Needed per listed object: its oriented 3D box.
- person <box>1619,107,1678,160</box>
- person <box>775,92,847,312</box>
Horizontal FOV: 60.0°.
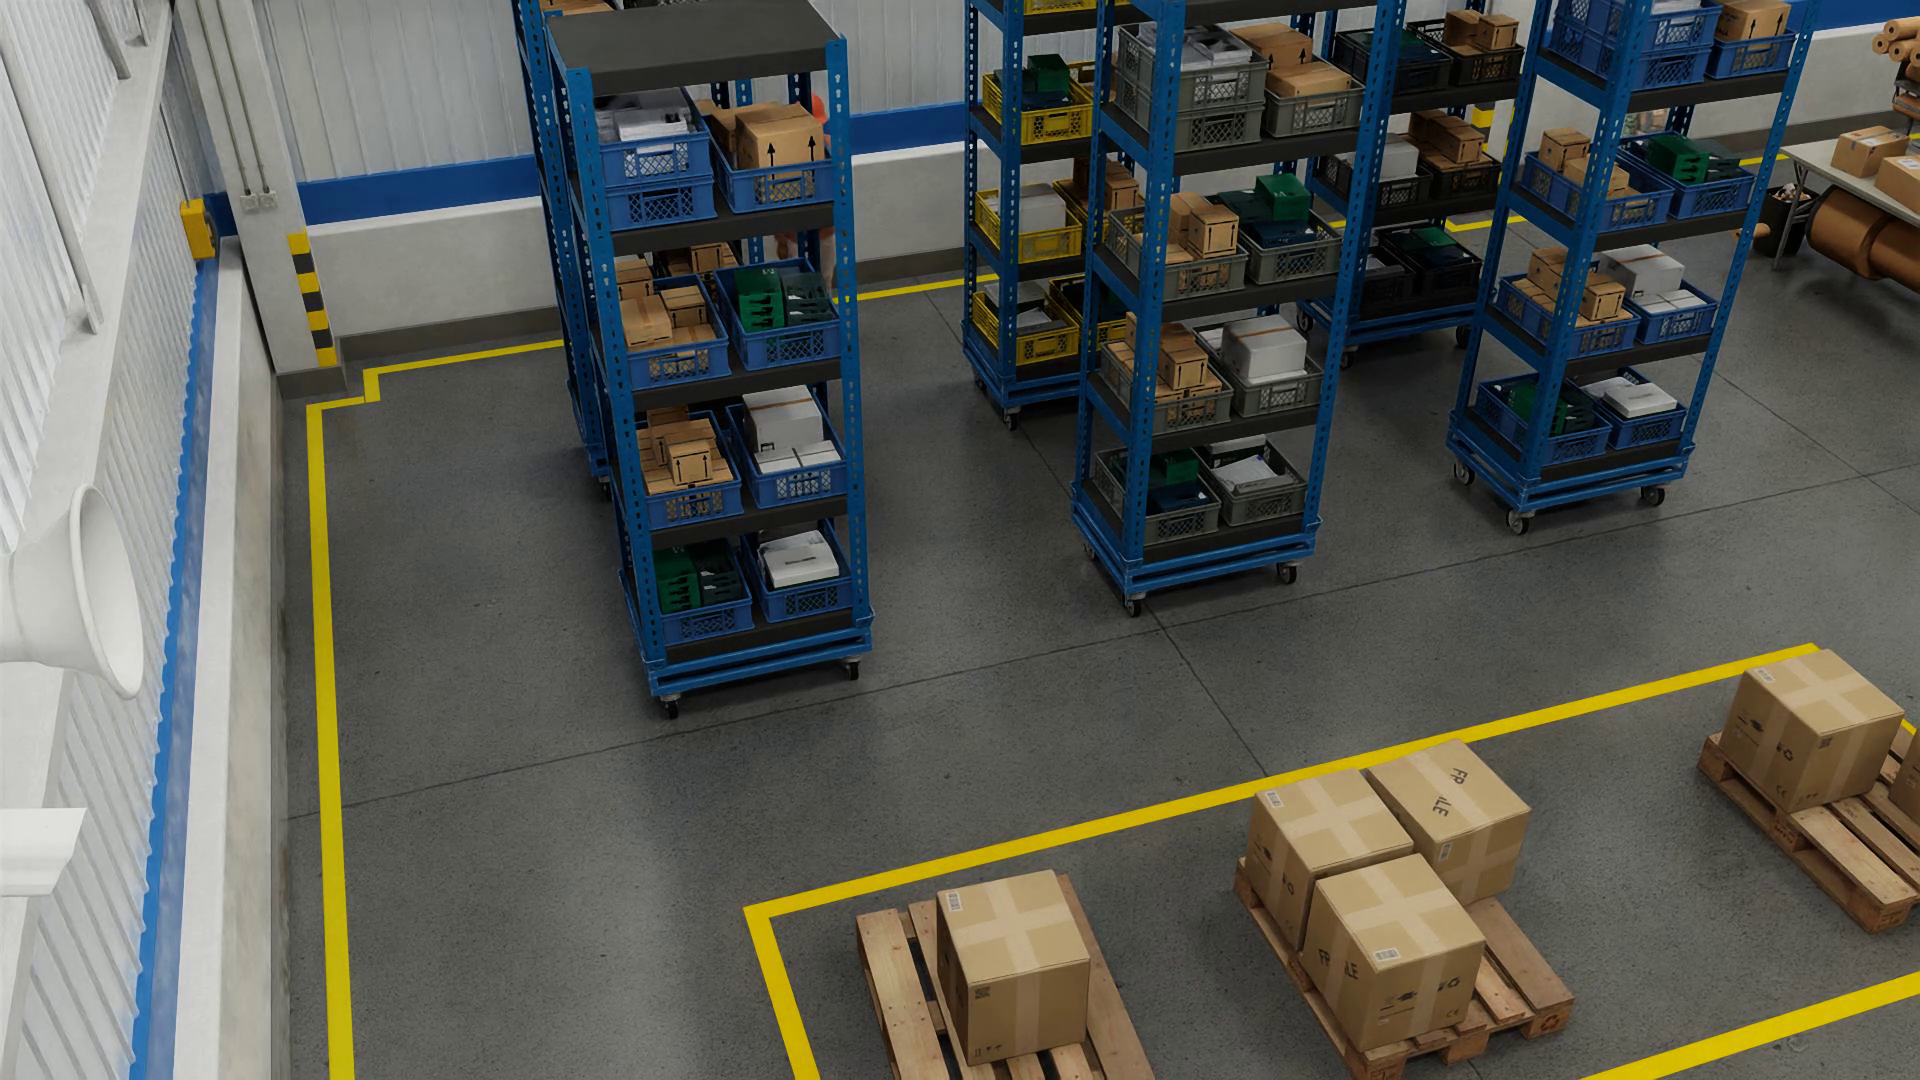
[{"bbox_3d":[5.469,-3.116,13.278,0.519,1.633,0.312,-9,36,-12],"label":"person"},{"bbox_3d":[-1.033,-2.171,11.625,0.612,1.995,0.392,-25,42,-31],"label":"person"}]
